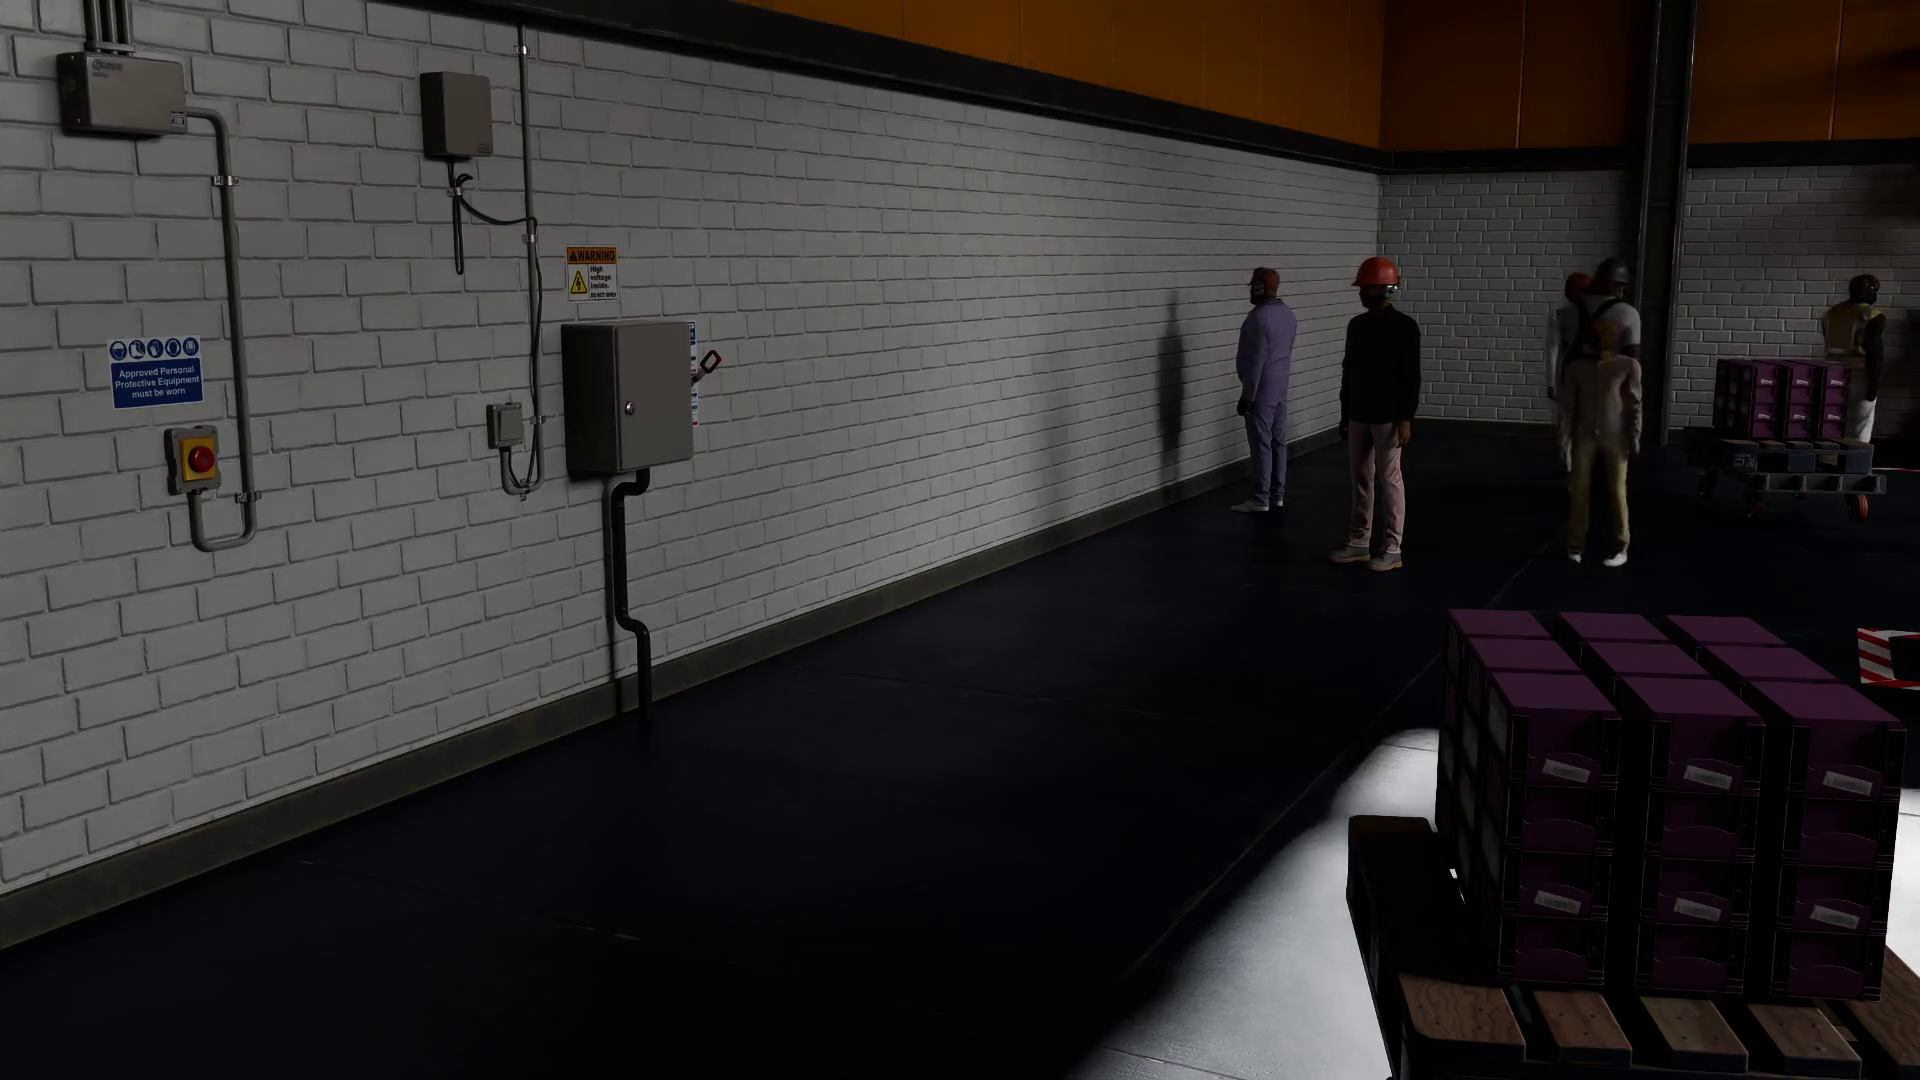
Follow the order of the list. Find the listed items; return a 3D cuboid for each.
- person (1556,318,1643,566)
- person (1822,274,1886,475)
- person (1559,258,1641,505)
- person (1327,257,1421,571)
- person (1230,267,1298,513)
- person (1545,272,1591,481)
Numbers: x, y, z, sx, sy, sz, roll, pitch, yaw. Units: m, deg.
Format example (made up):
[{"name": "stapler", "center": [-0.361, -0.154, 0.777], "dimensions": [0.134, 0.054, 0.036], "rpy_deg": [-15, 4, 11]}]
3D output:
[{"name": "person", "center": [4.160, -0.637, 10.838], "dimensions": [0.522, 1.609, 0.316], "rpy_deg": [7, 12, 37]}, {"name": "person", "center": [7.899, -1.428, 14.724], "dimensions": [0.432, 1.840, 0.638], "rpy_deg": [-3, 10, -18]}, {"name": "person", "center": [5.050, -1.275, 13.256], "dimensions": [0.934, 2.000, 0.684], "rpy_deg": [-7, 12, -37]}, {"name": "person", "center": [2.651, -0.803, 10.657], "dimensions": [0.396, 1.992, 0.622], "rpy_deg": [-6, 11, -31]}, {"name": "person", "center": [2.353, -1.164, 12.997], "dimensions": [0.406, 1.911, 0.638], "rpy_deg": [7, 12, 37]}, {"name": "person", "center": [5.427, -1.403, 14.537], "dimensions": [0.586, 1.863, 0.746], "rpy_deg": [1, 10, 5]}]
